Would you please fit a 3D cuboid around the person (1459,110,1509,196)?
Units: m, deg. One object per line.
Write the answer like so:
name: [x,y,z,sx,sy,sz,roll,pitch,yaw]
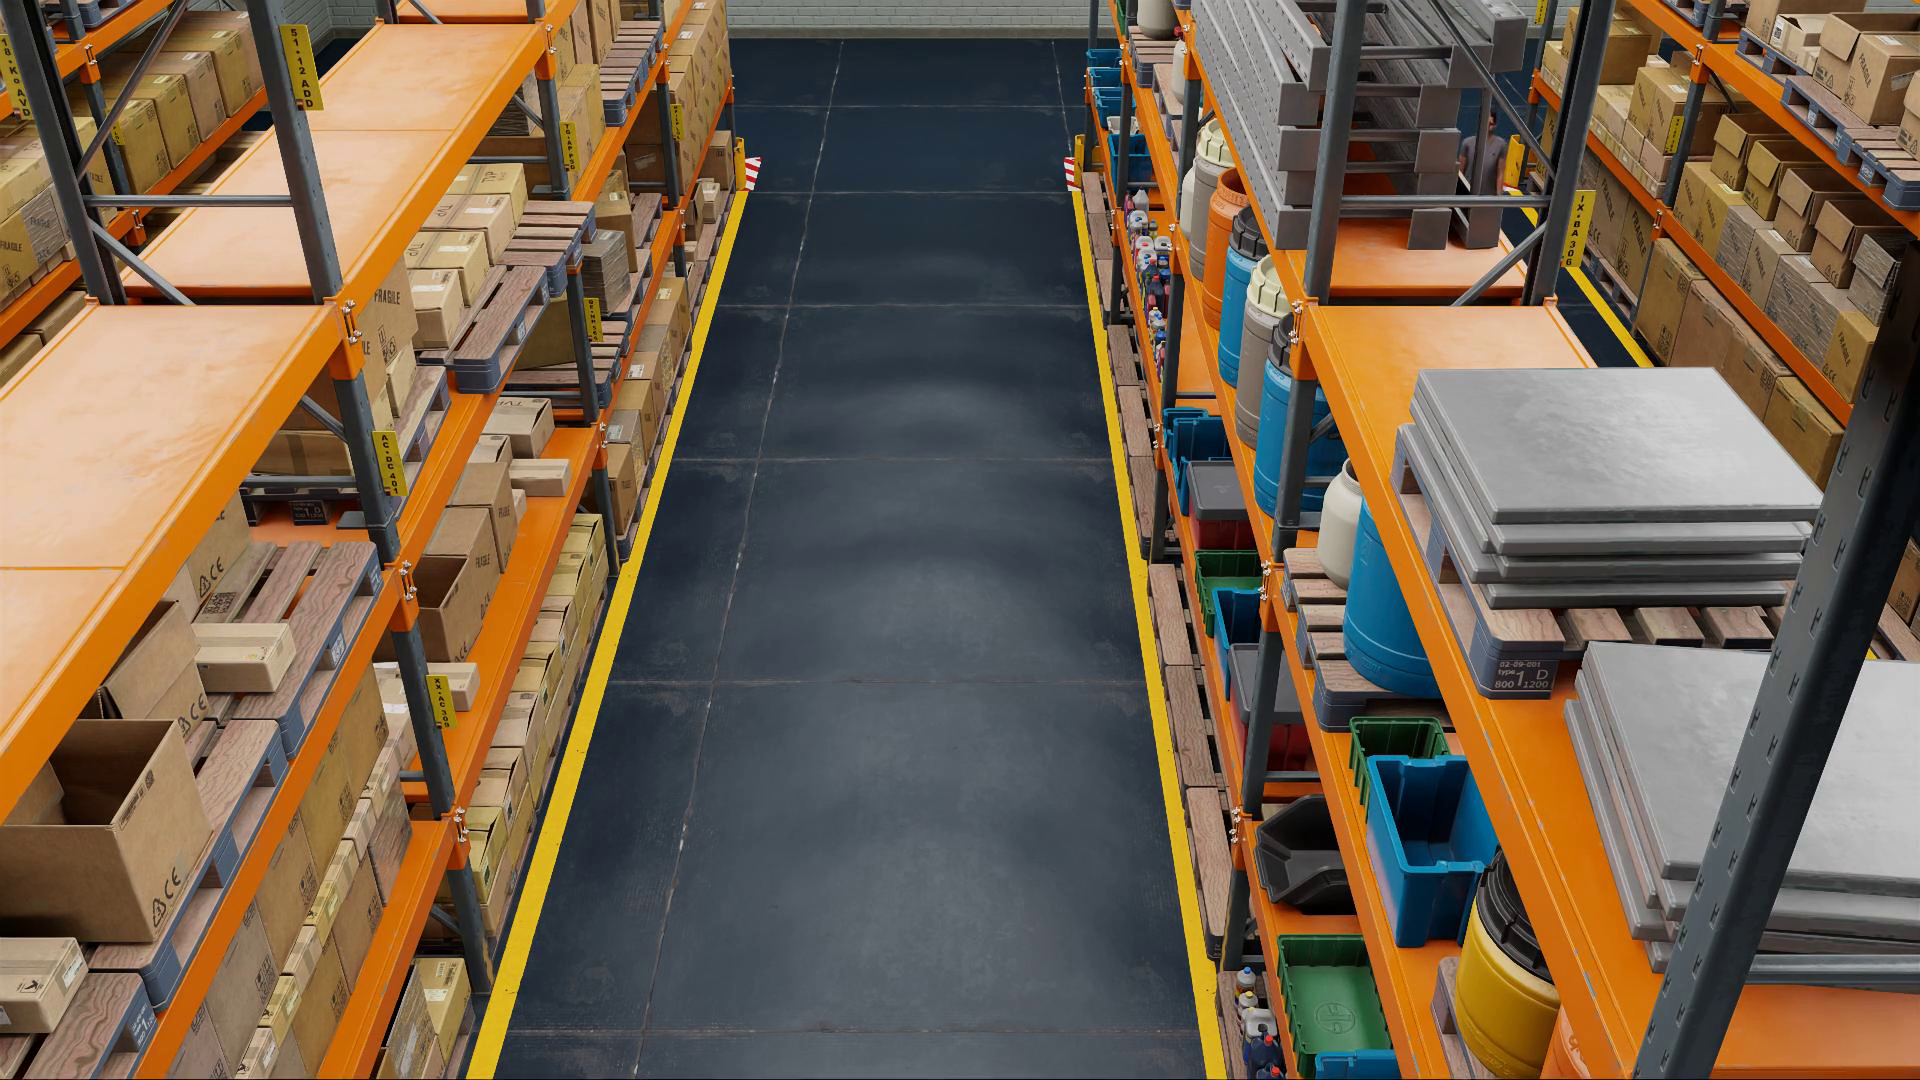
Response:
person: [5.121,-3.412,16.442,0.760,1.735,1.181,6,33,9]
